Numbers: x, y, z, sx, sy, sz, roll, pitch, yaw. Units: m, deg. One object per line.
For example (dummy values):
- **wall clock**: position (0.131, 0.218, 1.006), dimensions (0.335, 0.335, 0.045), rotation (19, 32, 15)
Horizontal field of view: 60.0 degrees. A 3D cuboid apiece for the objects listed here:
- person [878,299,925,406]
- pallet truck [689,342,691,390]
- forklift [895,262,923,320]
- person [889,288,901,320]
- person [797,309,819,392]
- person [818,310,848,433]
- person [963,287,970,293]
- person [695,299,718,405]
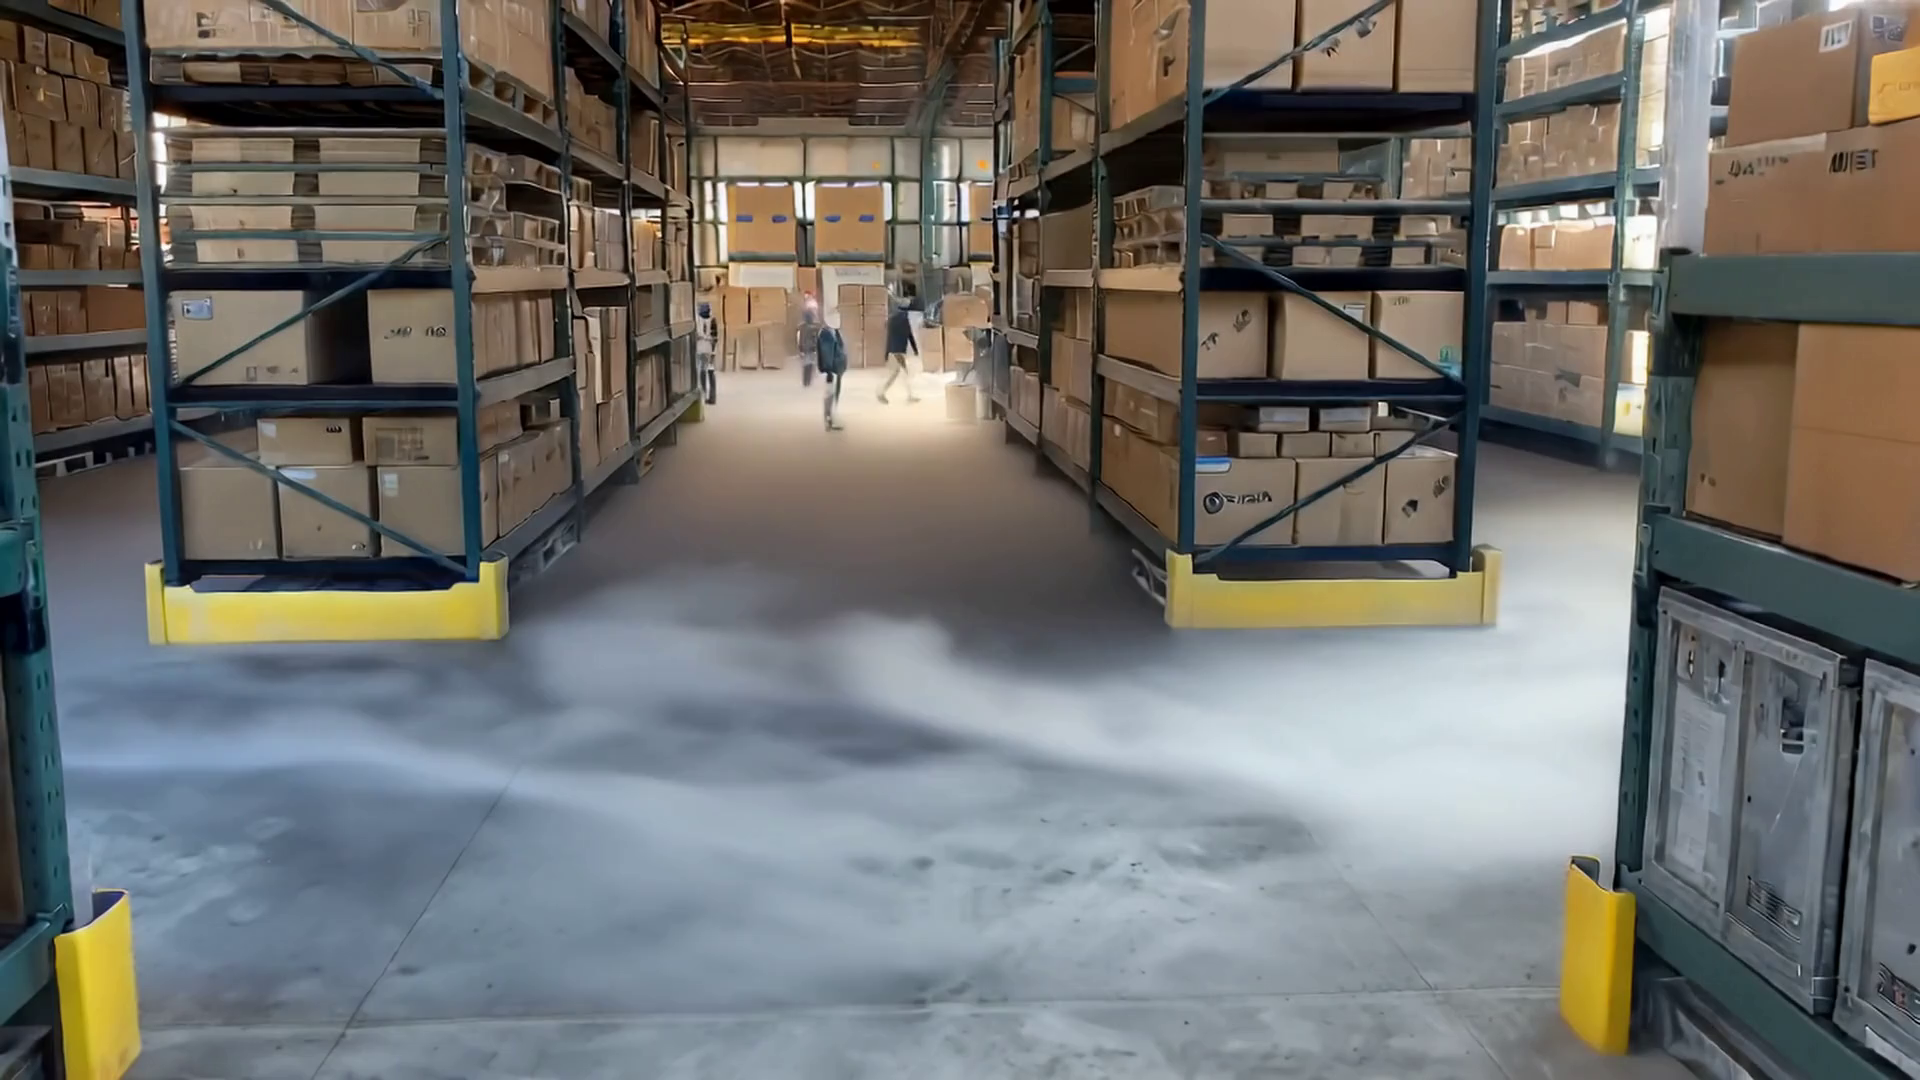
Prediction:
- **person**: position (-1.100, -3.406, 30.197), dimensions (1.004, 1.941, 0.611), rotation (4, 10, 22)
- **pallet truck**: position (-5.225, -3.008, 27.480), dimensions (1.885, 1.965, 0.823), rotation (2, 9, 14)
- **forklift**: position (-1.901, -8.824, 61.238), dimensions (1.129, 2.768, 1.873), rotation (-1, 9, -4)
- **person**: position (-2.311, -7.827, 57.973), dimensions (0.637, 1.929, 0.368), rotation (3, 10, 20)
- **person**: position (-3.019, -3.825, 33.602), dimensions (0.549, 1.678, 0.447), rotation (8, 12, 42)
- **person**: position (-1.896, -2.524, 24.937), dimensions (0.429, 1.839, 0.633), rotation (1, 9, 7)
- **person**: position (0.240, -8.988, 65.304), dimensions (0.426, 1.907, 0.607), rotation (6, 11, 32)
- **person**: position (-4.652, -3.432, 30.358), dimensions (0.542, 1.930, 0.374), rotation (8, 12, 42)
